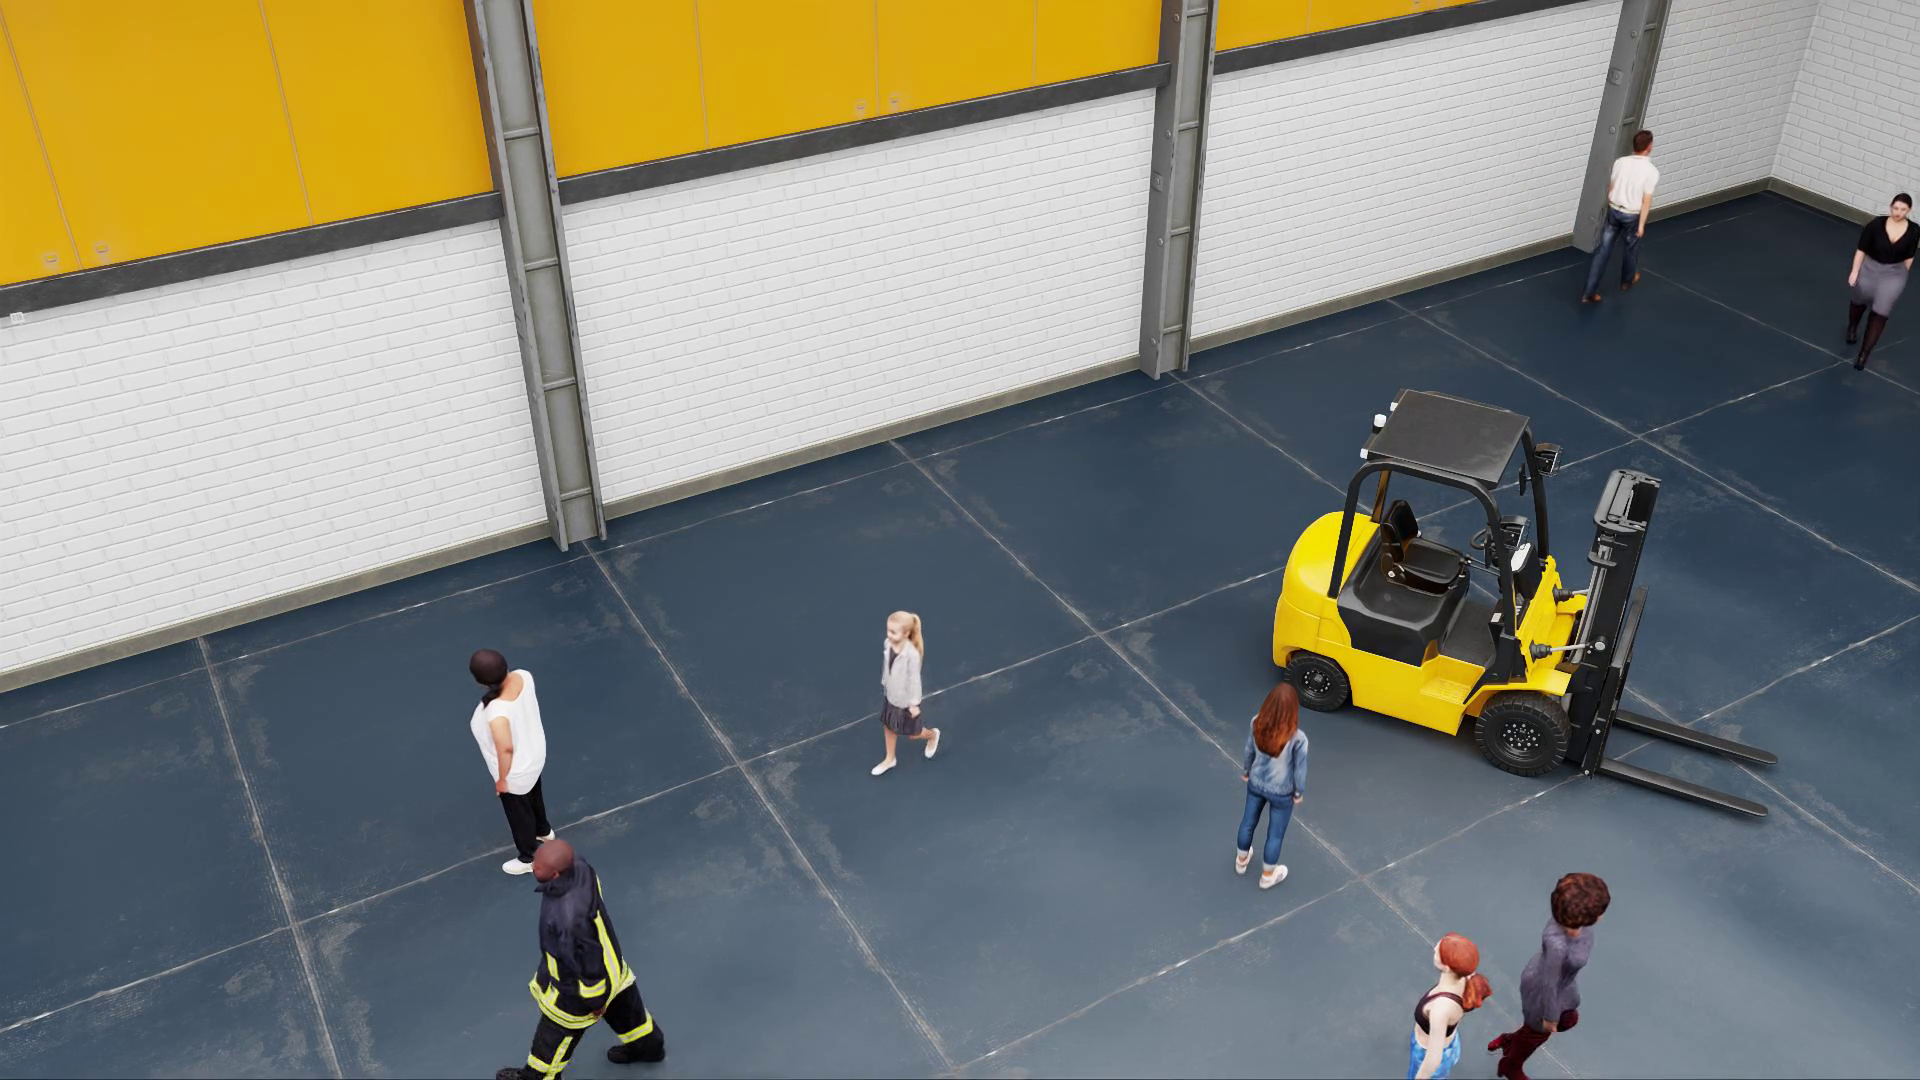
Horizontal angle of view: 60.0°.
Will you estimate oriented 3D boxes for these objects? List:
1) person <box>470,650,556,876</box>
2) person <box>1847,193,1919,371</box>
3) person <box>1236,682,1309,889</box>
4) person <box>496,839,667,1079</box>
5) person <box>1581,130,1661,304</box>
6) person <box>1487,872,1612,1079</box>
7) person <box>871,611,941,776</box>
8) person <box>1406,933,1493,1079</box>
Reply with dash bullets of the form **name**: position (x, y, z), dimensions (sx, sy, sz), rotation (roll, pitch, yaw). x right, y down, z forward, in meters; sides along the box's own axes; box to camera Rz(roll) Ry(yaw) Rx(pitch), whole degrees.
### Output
- **person**: position (-2.780, 1.348, 10.325), dimensions (0.807, 1.689, 0.765), rotation (5, 34, 7)
- **person**: position (8.934, -2.572, 16.214), dimensions (1.038, 1.699, 1.215), rotation (16, 37, 23)
- **person**: position (1.918, 1.512, 10.276), dimensions (0.625, 1.471, 0.595), rotation (26, 41, 33)
- **person**: position (-1.915, 2.248, 8.892), dimensions (1.273, 1.777, 1.058), rotation (-3, 34, -4)
- **person**: position (6.801, -3.290, 17.201), dimensions (1.305, 1.803, 0.850), rotation (-26, 41, -33)
- **person**: position (3.025, 2.347, 8.816), dimensions (0.789, 1.696, 0.706), rotation (18, 37, 24)
- **person**: position (-0.348, 1.021, 11.201), dimensions (0.799, 1.264, 0.640), rotation (-28, 43, -36)
- **person**: position (2.358, 2.626, 8.317), dimensions (0.713, 1.785, 0.610), rotation (24, 40, 31)
